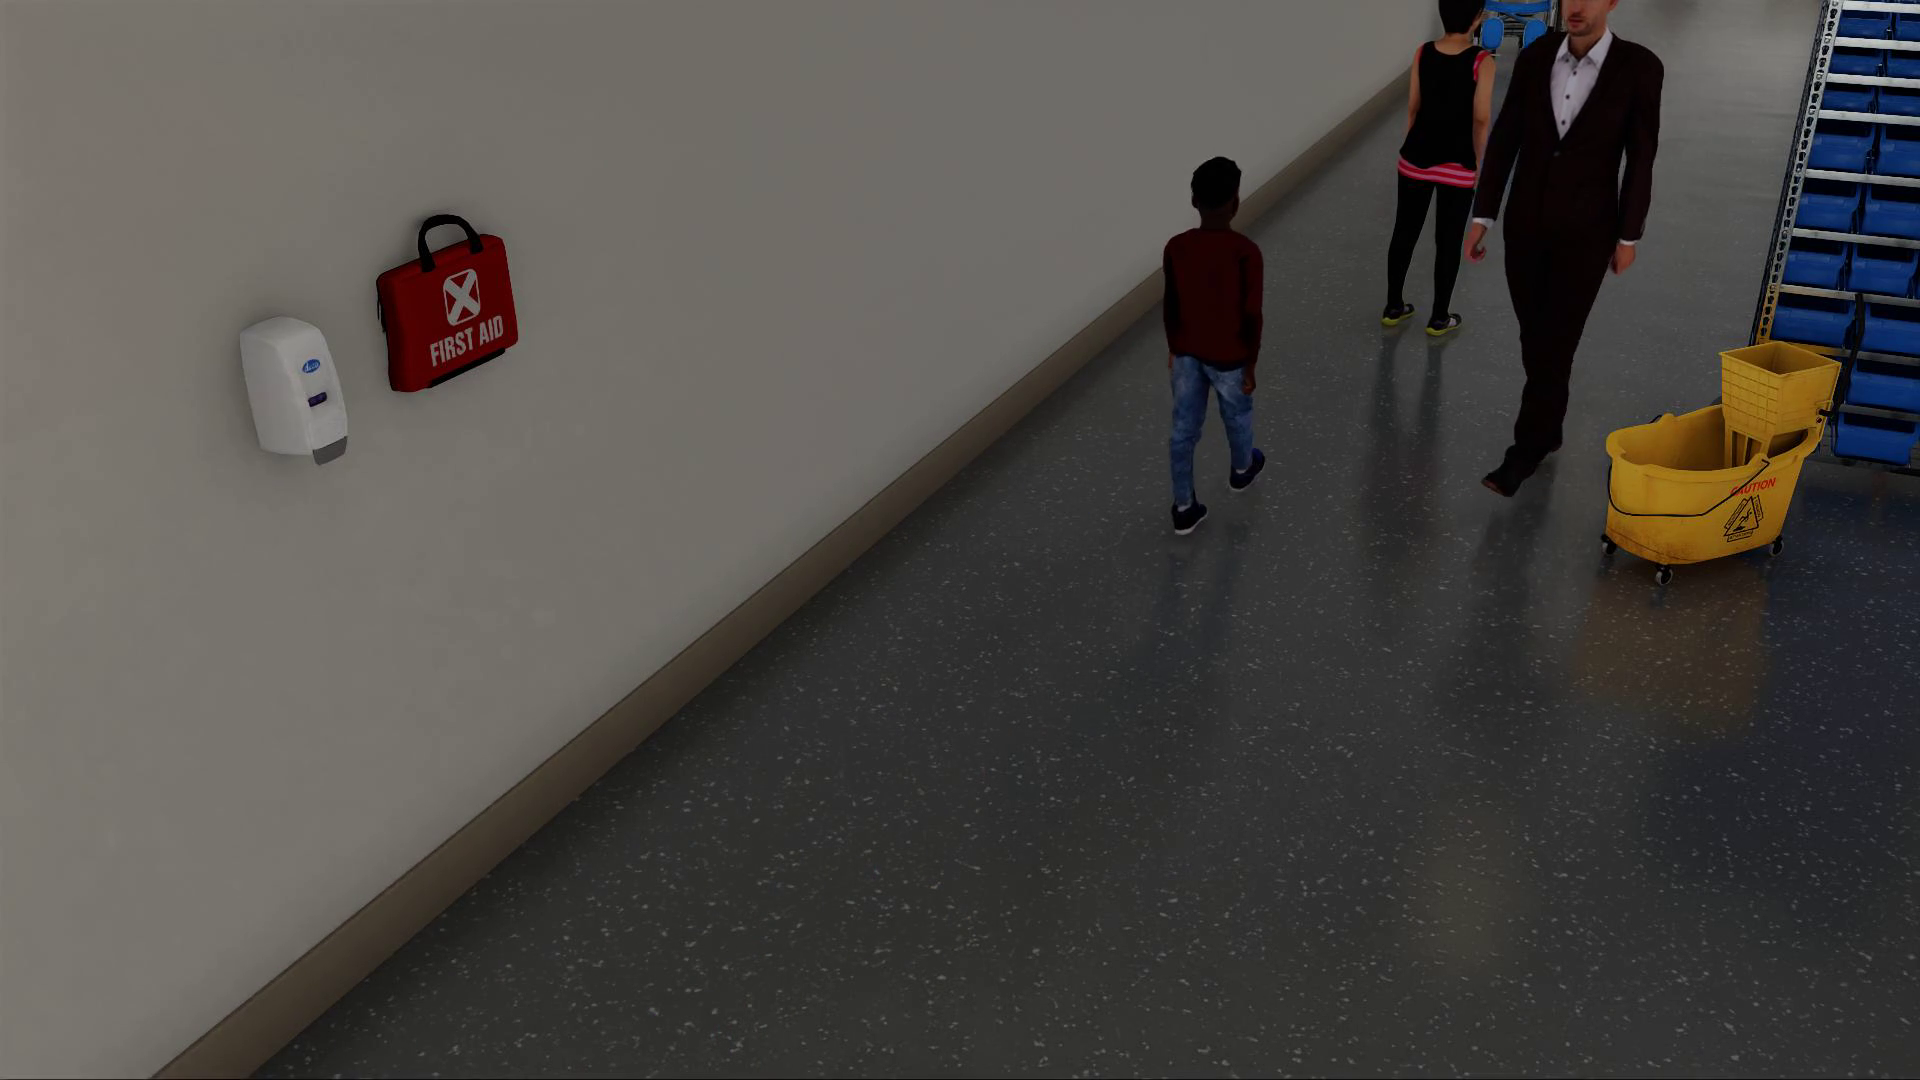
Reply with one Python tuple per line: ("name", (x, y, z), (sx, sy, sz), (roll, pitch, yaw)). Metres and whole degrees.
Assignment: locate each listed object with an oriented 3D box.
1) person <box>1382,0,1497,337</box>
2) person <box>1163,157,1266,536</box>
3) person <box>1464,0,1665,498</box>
("person", (2.128, -1.696, 7.393), (0.500, 1.549, 0.634), (18, 31, 32))
("person", (0.806, -0.599, 5.488), (0.746, 1.229, 0.569), (12, 28, 23))
("person", (2.134, -1.101, 5.838), (1.119, 1.829, 0.960), (22, 33, 38))
